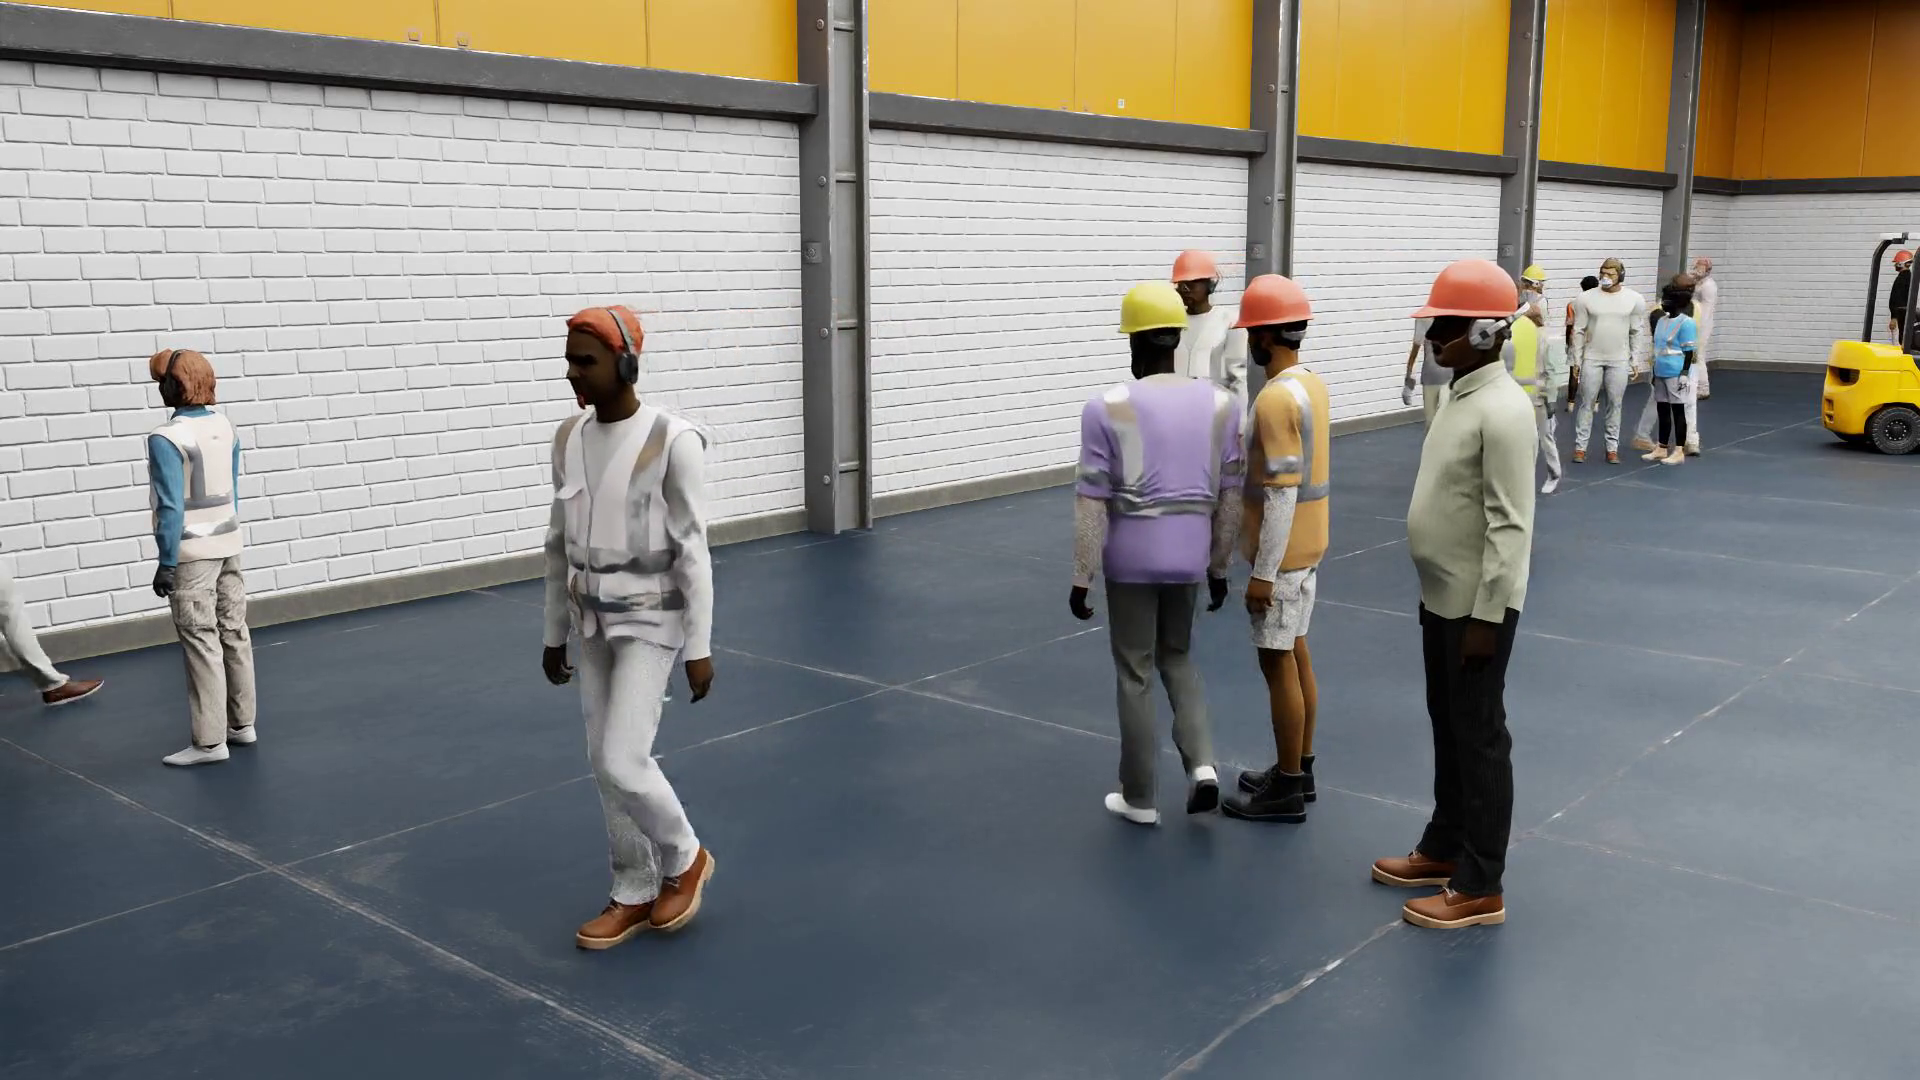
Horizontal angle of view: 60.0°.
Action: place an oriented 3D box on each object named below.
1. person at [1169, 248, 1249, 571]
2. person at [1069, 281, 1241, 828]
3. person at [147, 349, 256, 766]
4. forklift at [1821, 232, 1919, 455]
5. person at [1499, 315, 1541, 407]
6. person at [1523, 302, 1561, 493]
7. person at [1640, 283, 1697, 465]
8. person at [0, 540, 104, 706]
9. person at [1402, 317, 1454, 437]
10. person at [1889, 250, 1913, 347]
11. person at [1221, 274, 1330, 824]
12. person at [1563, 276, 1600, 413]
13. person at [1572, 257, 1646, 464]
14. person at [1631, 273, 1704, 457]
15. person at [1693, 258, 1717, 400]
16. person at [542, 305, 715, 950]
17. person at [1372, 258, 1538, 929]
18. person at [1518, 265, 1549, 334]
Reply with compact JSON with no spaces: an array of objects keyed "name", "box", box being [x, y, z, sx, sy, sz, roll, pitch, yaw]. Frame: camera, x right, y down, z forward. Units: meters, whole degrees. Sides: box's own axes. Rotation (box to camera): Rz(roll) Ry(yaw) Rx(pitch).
[{"name":"person","box":[1.417,-0.713,9.906,0.628,2.024,0.485,7,12,36]},{"name":"person","box":[0.664,0.069,5.762,0.599,1.914,0.422,-4,11,-22]},{"name":"person","box":[-2.995,0.068,6.561,0.306,1.640,0.522,1,10,6]},{"name":"forklift","box":[9.955,-1.972,16.595,2.313,2.155,1.214,1,10,8]},{"name":"person","box":[3.559,-0.846,11.243,0.654,1.820,0.594,-9,13,-40]},{"name":"person","box":[4.689,-1.139,13.554,0.819,1.604,0.532,-8,12,-37]},{"name":"person","box":[6.676,-1.554,15.623,0.319,1.698,0.539,-2,10,-10]},{"name":"person","box":[-4.296,-0.012,7.173,0.515,1.584,0.872,10,14,43]},{"name":"person","box":[4.023,-1.314,13.976,0.544,1.801,1.013,5,11,24]},{"name":"person","box":[14.294,-3.401,25.297,0.623,1.992,0.397,-9,14,-42]},{"name":"person","box":[1.111,0.035,5.903,0.368,1.933,0.551,4,11,23]},{"name":"person","box":[7.736,-2.413,20.546,0.531,1.691,0.321,2,10,13]},{"name":"person","box":[6.088,-1.680,15.670,0.629,1.937,0.378,3,11,19]},{"name":"person","box":[7.017,-1.723,16.362,0.650,1.794,0.844,-3,10,-16]},{"name":"person","box":[9.873,-2.808,22.249,0.421,1.887,0.699,3,10,18]},{"name":"person","box":[-0.980,0.268,4.768,0.599,1.866,0.417,8,12,37]},{"name":"person","box":[1.512,0.162,5.010,0.381,1.995,0.611,0,10,0]},{"name":"person","box":[6.548,-2.237,19.140,0.404,1.828,0.602,-5,11,-25]}]
